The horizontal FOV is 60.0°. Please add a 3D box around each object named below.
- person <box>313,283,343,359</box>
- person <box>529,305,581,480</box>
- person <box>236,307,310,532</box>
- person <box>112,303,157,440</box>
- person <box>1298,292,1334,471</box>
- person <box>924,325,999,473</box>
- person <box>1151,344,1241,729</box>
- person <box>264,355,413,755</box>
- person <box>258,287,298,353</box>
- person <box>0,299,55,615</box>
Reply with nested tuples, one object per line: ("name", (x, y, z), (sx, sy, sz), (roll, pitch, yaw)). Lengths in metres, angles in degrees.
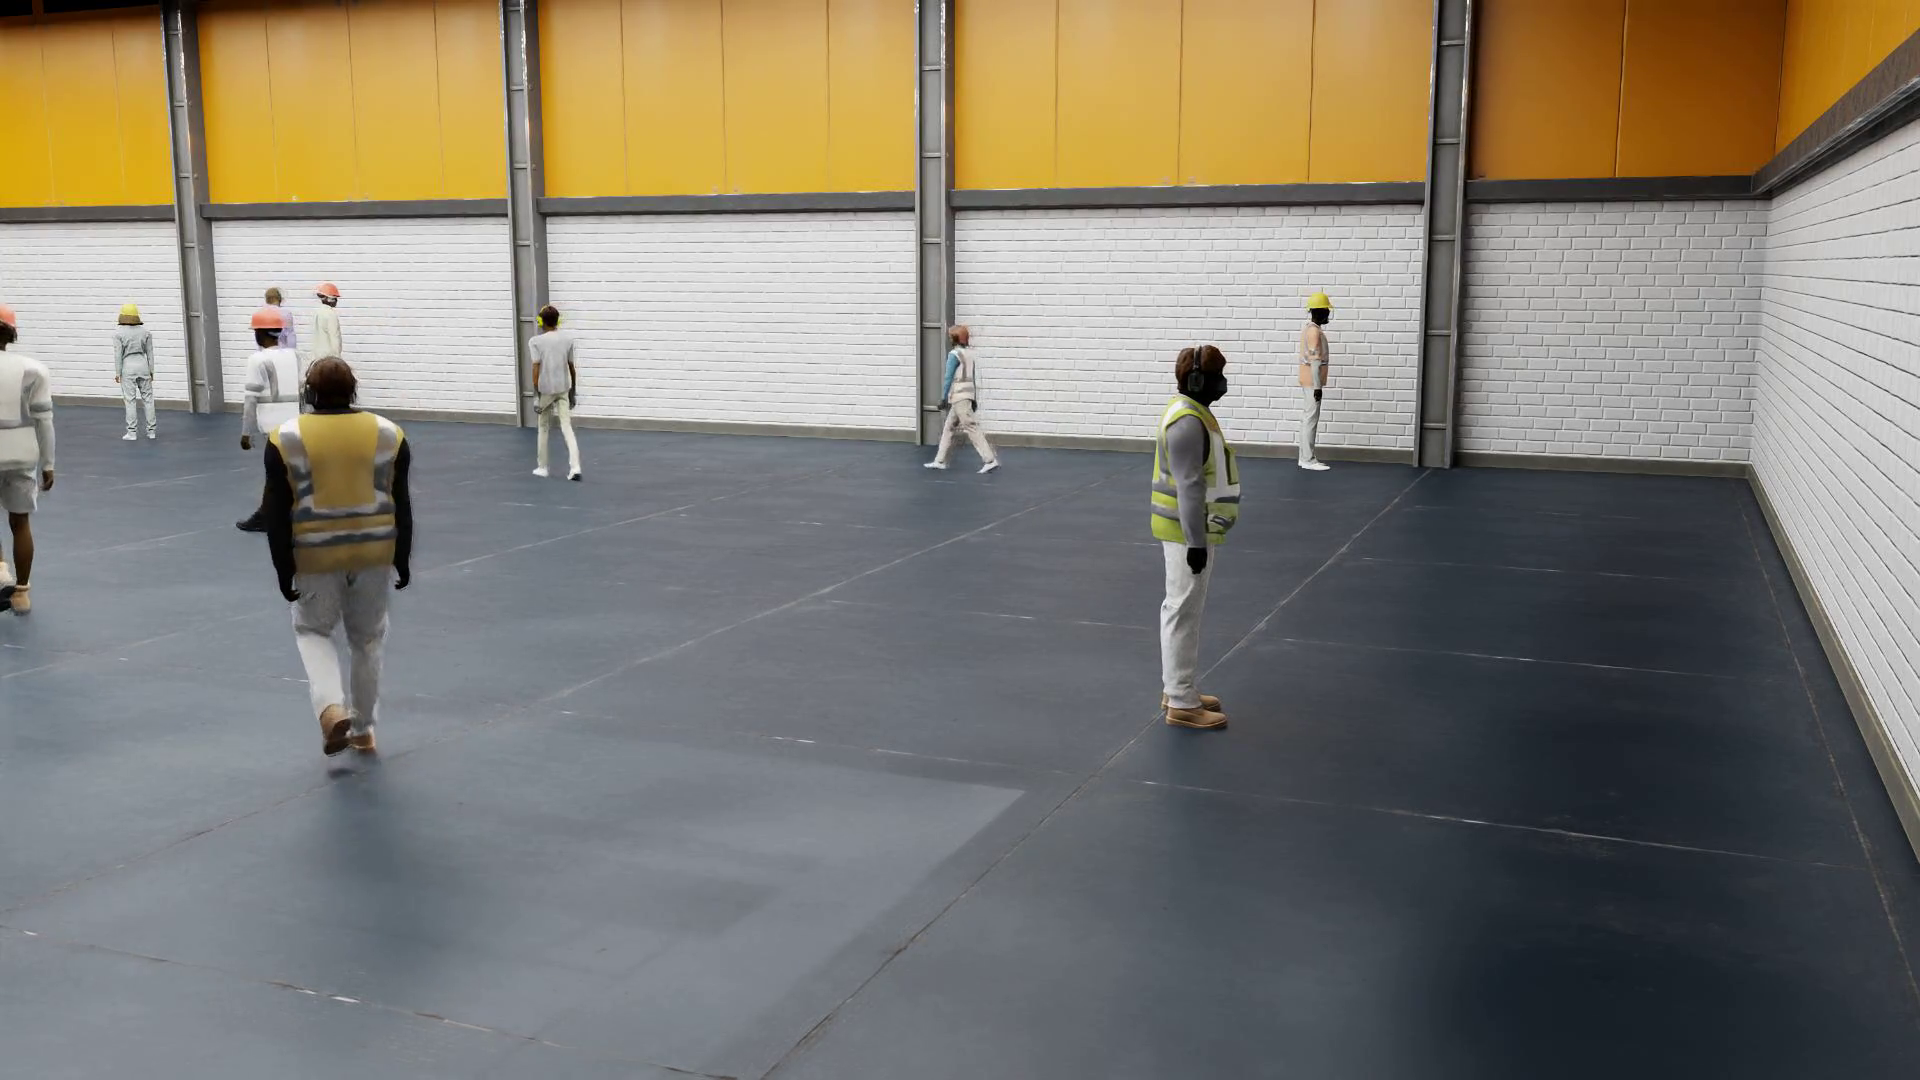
("person", (-8.463, -2.455, 22.379), (0.416, 1.987, 0.650), (-8, 13, -41))
("person", (-4.198, -1.532, 17.305), (0.534, 1.827, 0.973), (-6, 11, -34))
("person", (-5.588, -0.958, 13.644), (1.027, 1.887, 0.558), (3, 10, 19))
("person", (-10.566, -2.154, 21.286), (0.284, 1.746, 0.492), (9, 13, 42))
("person", (3.871, -1.725, 18.130), (0.362, 1.930, 0.587), (1, 9, 5))
("person", (0.041, -1.517, 17.901), (0.891, 1.595, 0.507), (3, 10, 18))
("person", (1.143, -0.025, 8.094), (0.430, 1.845, 0.620), (1, 9, 7))
("person", (-2.761, 0.091, 7.465), (0.625, 1.830, 0.505), (-5, 11, -28))
("person", (-9.561, -2.576, 23.392), (0.771, 1.913, 0.341), (5, 11, 27))
("person", (-6.041, -0.509, 10.478), (0.630, 2.020, 0.478), (-7, 11, -35))
